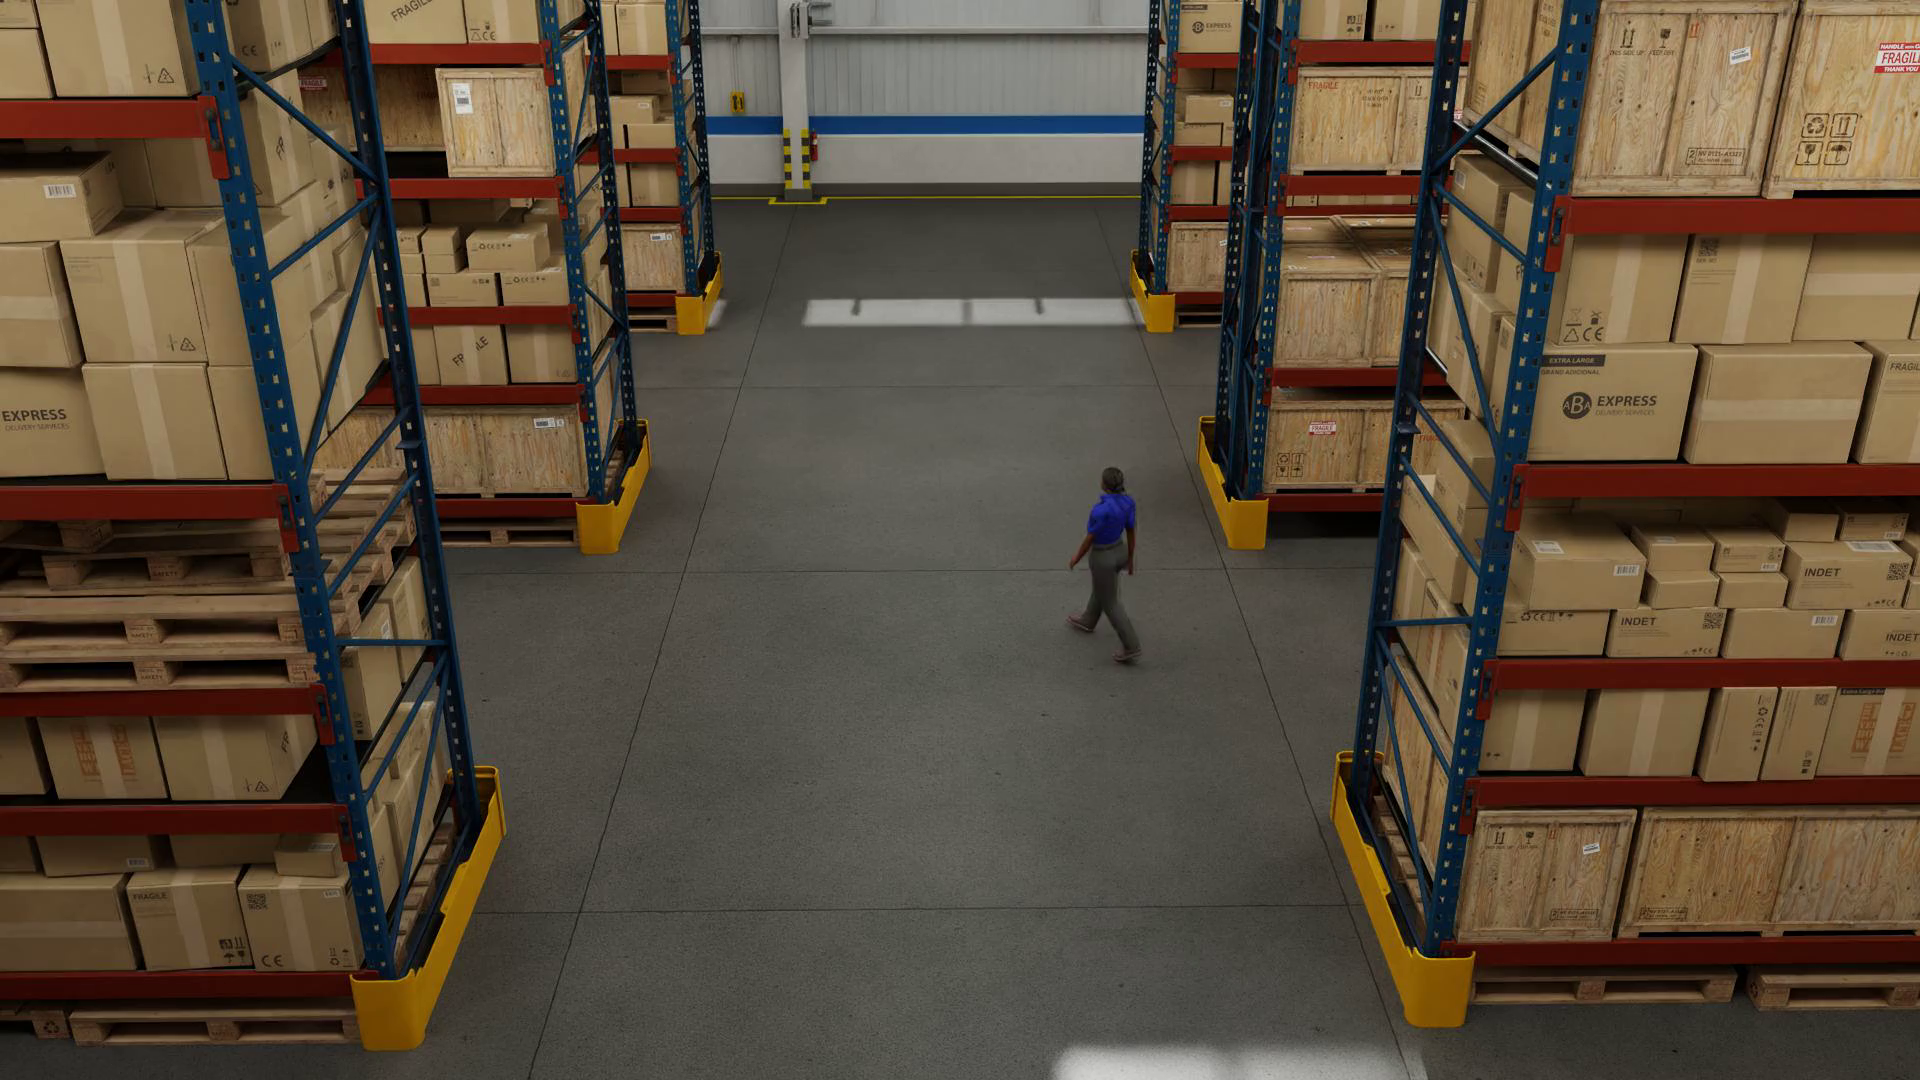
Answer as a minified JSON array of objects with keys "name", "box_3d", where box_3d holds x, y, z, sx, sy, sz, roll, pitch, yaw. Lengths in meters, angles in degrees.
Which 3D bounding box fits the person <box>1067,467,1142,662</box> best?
[{"name":"person","box_3d":[1.194,0.147,13.702,0.461,1.621,0.959,-22,33,-39]}]
